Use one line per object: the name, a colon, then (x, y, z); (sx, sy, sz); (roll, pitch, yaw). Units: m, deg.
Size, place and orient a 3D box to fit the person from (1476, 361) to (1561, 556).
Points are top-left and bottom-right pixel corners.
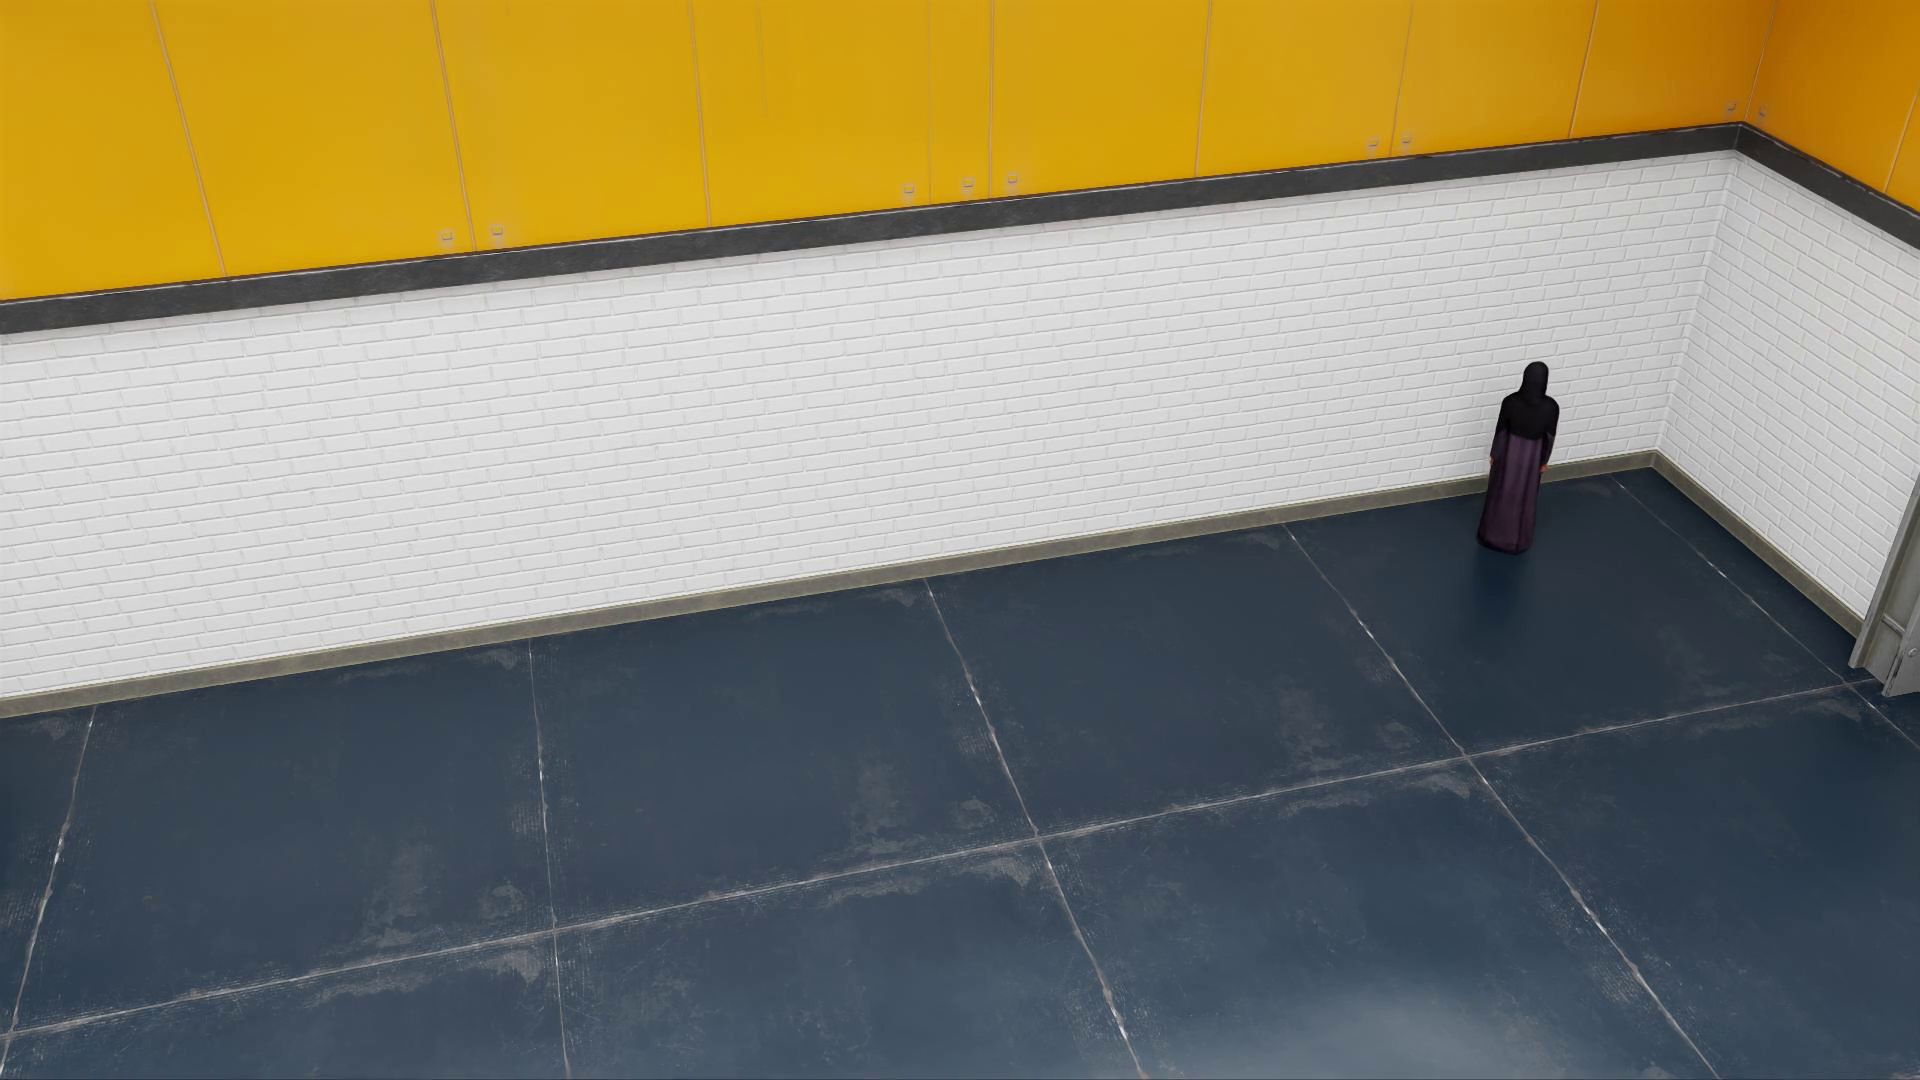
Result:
person: (4.315, -0.651, 12.837); (0.700, 1.611, 0.738); (10, 35, 14)
